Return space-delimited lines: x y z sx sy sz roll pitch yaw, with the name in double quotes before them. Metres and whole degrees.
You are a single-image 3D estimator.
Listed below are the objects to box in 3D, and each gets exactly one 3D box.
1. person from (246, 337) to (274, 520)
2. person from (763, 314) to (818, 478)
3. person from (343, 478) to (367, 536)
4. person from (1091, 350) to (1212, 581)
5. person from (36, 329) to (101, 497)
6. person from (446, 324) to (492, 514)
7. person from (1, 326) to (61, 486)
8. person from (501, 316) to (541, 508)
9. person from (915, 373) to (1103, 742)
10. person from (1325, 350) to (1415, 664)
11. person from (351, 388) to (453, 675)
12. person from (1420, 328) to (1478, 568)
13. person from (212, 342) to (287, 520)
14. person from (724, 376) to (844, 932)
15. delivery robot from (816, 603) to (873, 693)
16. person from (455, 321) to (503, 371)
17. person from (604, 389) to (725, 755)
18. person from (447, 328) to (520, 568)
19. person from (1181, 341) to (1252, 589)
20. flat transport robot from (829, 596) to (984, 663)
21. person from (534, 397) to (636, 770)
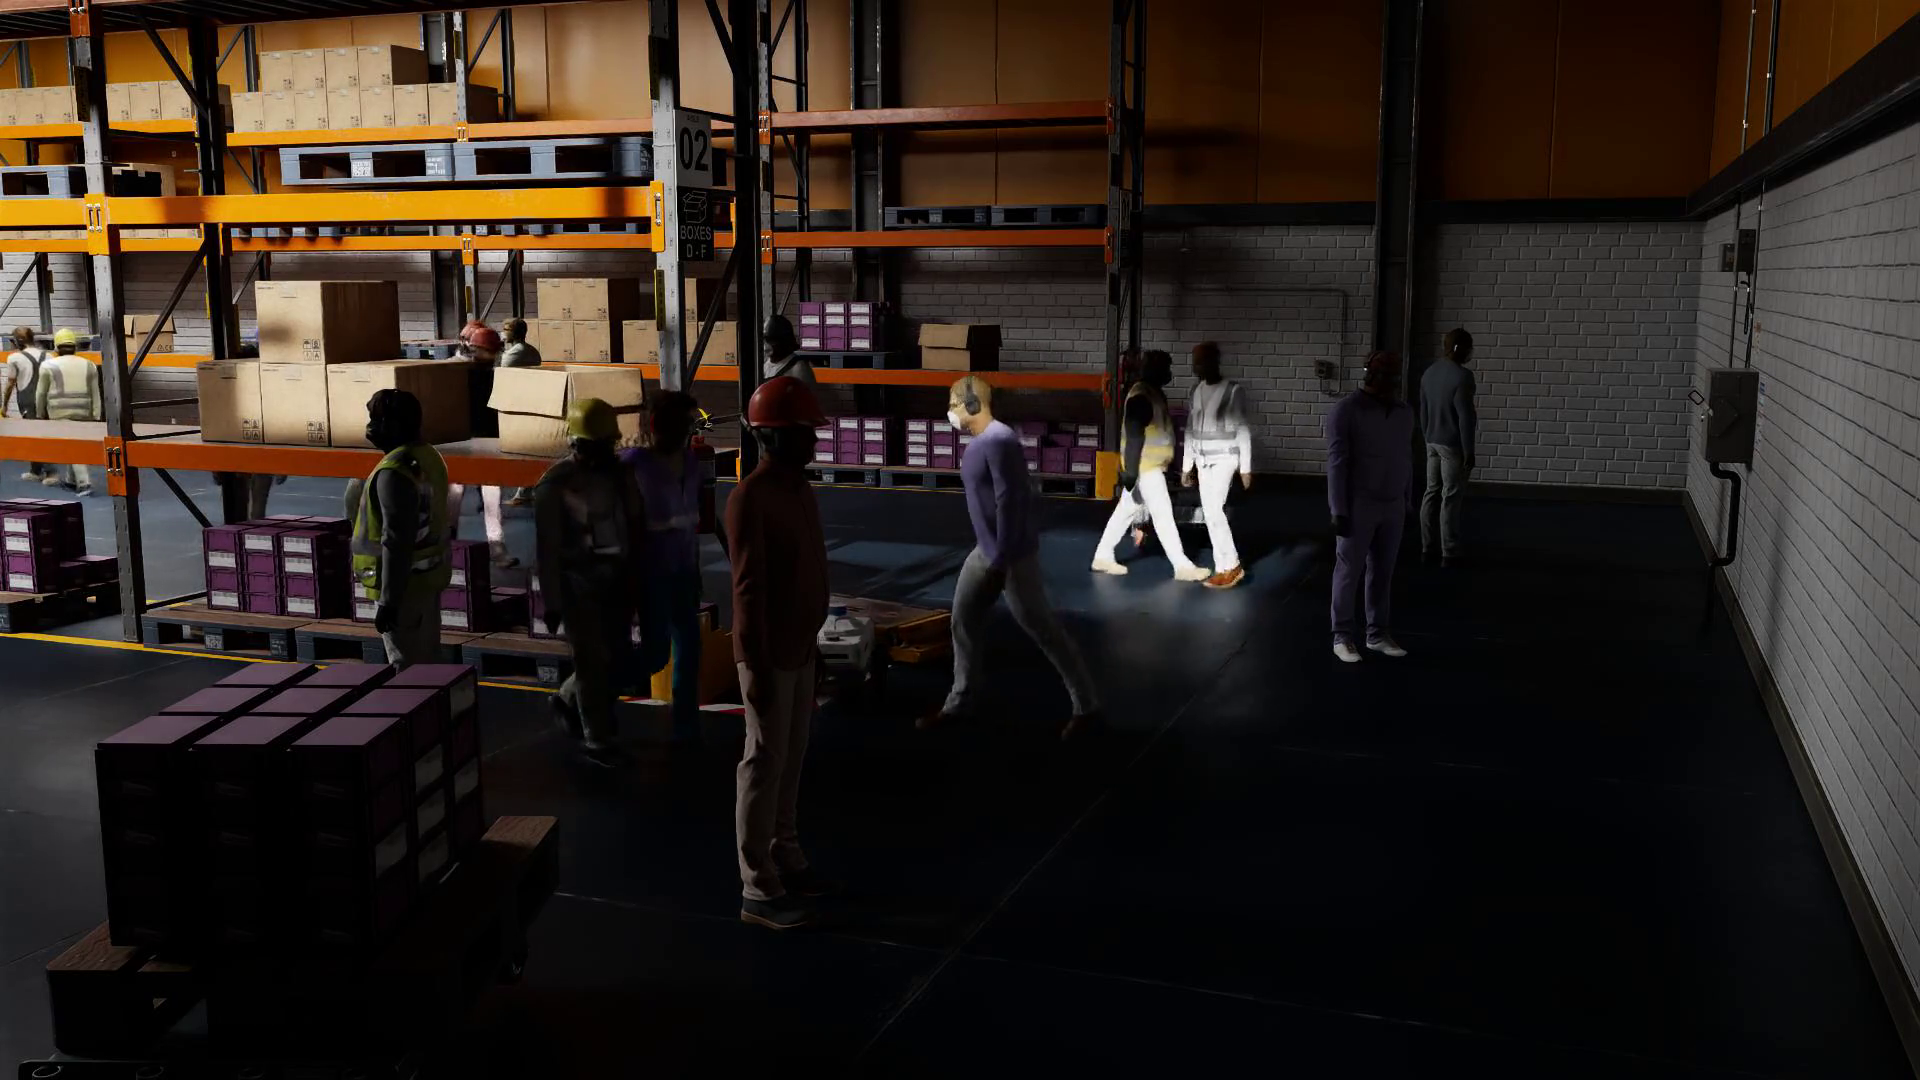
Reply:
"person" -6.145 -0.923 14.690 0.506 1.907 0.624 6 11 32
"person" -1.514 -0.833 13.690 0.535 2.000 0.674 -8 12 -41
"person" -4.808 -0.676 13.341 0.884 1.831 0.542 3 9 17
"person" 1.465 -0.580 12.938 0.976 1.792 0.642 2 9 14
"person" -9.541 -1.363 17.829 0.916 1.789 0.590 6 11 34
"person" -4.839 -1.164 16.258 0.721 1.877 0.572 5 10 27
"person" -10.403 -1.504 18.703 0.926 1.793 0.508 4 10 26
"person" -4.471 -1.298 16.925 0.364 1.939 0.636 2 9 10
"person" 0.287 0.087 8.472 0.929 1.892 0.673 -3 9 -15
"person" 2.536 -0.207 10.187 0.642 1.907 0.410 -5 10 -27
"person" -2.570 0.224 7.677 0.429 1.845 0.622 -1 9 -4
"person" 3.964 -0.744 13.469 0.371 1.934 0.627 -3 10 -19
"person" -5.518 -0.608 12.911 0.508 1.845 0.406 -6 11 -32
"person" -0.644 0.401 6.080 0.378 1.995 0.609 2 9 14
"delivery robot" -0.670 0.589 9.118 0.477 0.478 0.707 0 9 2
"person" -5.480 -1.548 18.793 0.974 1.835 0.608 8 12 42
"person" -1.511 0.163 8.145 0.647 1.818 0.580 4 10 26
"person" -3.966 -0.750 13.527 0.689 1.937 1.033 -8 12 -40
"person" 1.899 -0.552 12.527 0.459 1.847 0.614 -6 11 -34
"flat transport robot" -0.614 0.541 10.603 1.431 0.197 0.652 7 11 36
"person" -1.791 0.207 7.919 0.651 1.801 0.621 5 11 31
